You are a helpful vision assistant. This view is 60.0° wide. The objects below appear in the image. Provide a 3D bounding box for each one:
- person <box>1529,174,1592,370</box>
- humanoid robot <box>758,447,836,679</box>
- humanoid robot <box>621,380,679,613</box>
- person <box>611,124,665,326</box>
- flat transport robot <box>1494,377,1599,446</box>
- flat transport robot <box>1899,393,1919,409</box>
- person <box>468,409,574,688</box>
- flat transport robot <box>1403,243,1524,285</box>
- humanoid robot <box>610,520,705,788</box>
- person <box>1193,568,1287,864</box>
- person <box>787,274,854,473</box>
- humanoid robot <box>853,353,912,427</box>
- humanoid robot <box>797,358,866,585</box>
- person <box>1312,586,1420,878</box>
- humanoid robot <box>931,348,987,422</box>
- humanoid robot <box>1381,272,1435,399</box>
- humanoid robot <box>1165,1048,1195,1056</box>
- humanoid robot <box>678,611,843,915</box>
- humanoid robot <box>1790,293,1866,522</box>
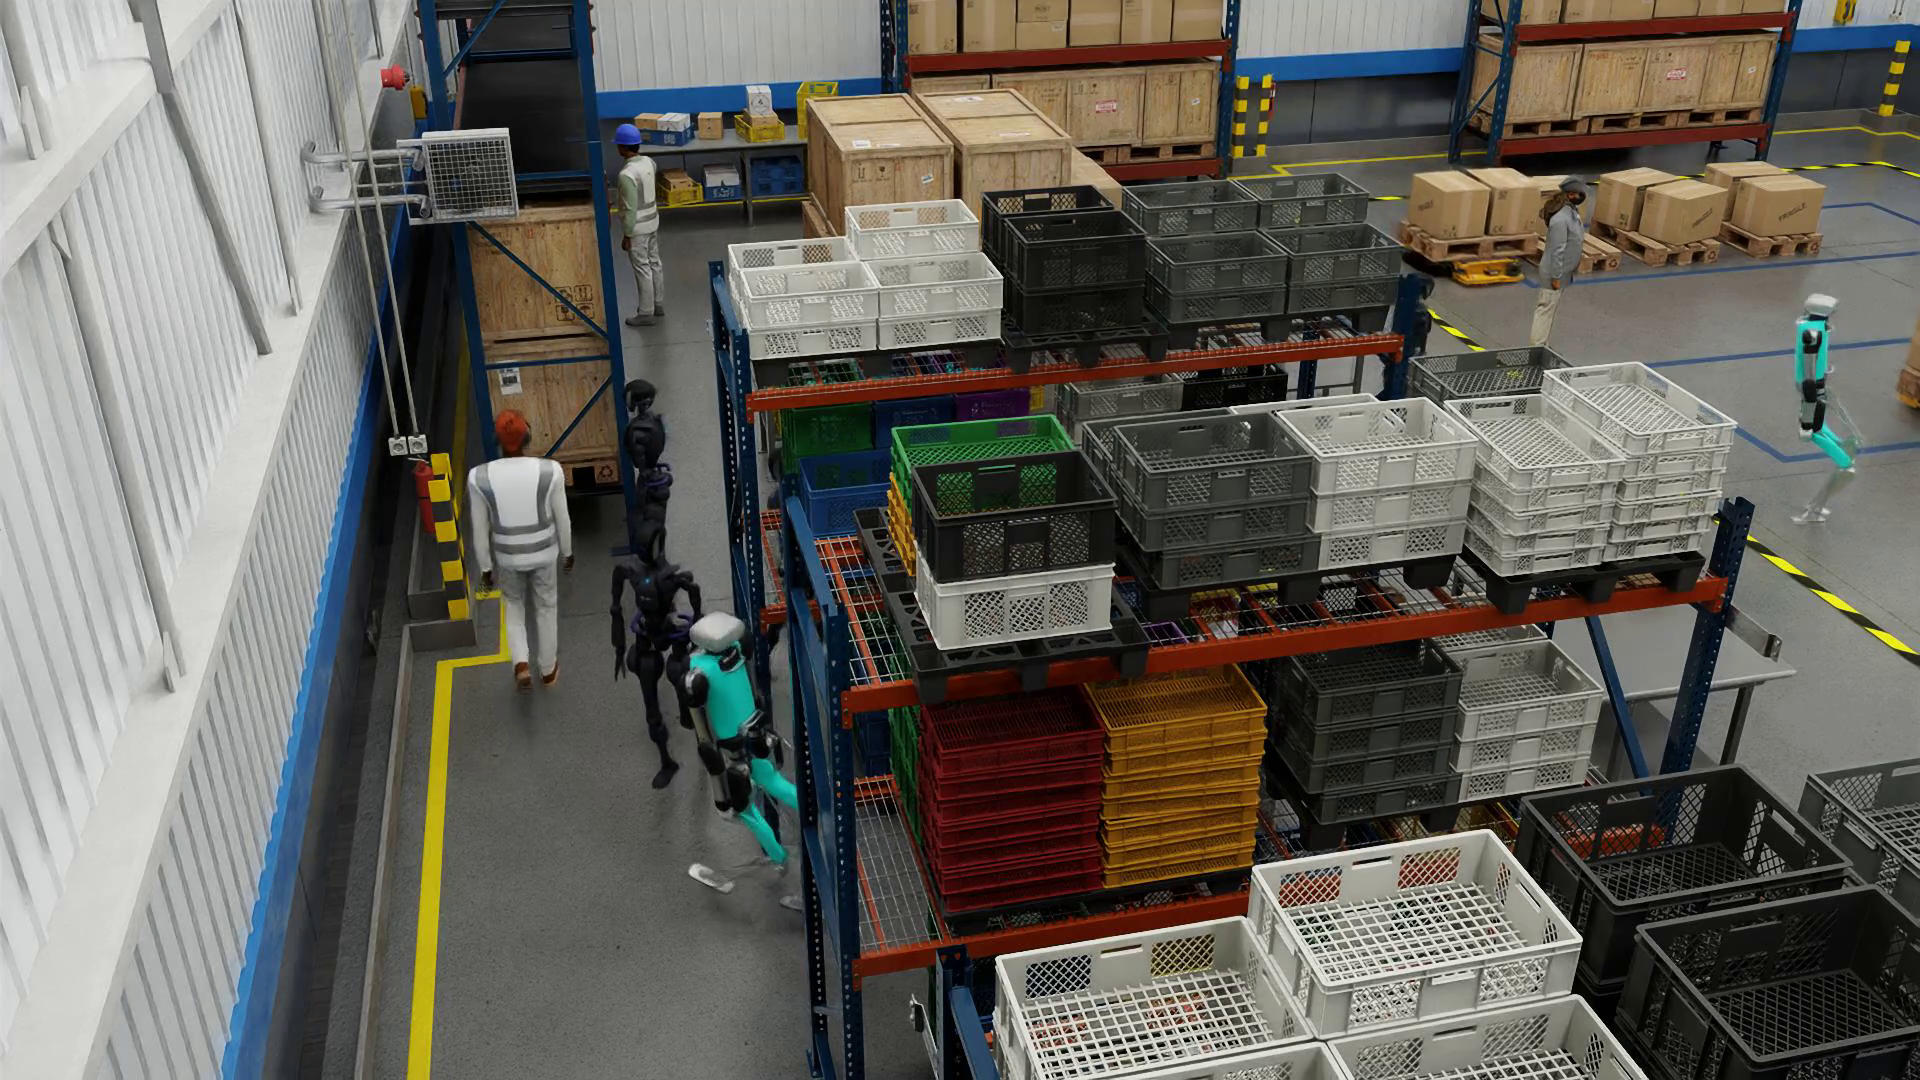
[{"bbox_3d":[5.398,-2.442,15.069,0.399,1.769,0.563,13,31,24],"label":"person"},{"bbox_3d":[-1.023,0.192,10.222,0.783,1.630,0.583,-7,29,-13],"label":"humanoid robot"},{"bbox_3d":[-2.079,-0.285,11.072,0.325,1.652,0.590,-2,28,-4],"label":"humanoid robot"},{"bbox_3d":[-3.086,-3.020,15.974,0.386,1.949,0.603,6,28,12],"label":"person"},{"bbox_3d":[4.780,-1.036,14.013,0.659,0.231,1.431,-6,28,-12],"label":"flat transport robot"},{"bbox_3d":[8.697,-1.031,13.973,0.652,0.197,1.431,-6,28,-12],"label":"flat transport robot"},{"bbox_3d":[-2.650,0.089,10.159,0.560,1.870,0.457,-4,28,-7],"label":"person"},{"bbox_3d":[5.389,-3.065,17.831,0.652,0.197,1.431,-6,28,-12],"label":"flat transport robot"},{"bbox_3d":[-1.669,0.586,9.429,0.584,1.637,0.553,5,28,10],"label":"humanoid robot"},{"bbox_3d":[1.481,0.928,8.608,0.586,1.833,0.403,3,28,6],"label":"person"},{"bbox_3d":[-0.942,-0.934,11.917,0.613,2.042,0.371,20,34,33],"label":"person"},{"bbox_3d":[-0.756,-0.684,11.799,0.581,1.790,0.877,20,34,33],"label":"humanoid robot"},{"bbox_3d":[-0.716,-0.394,11.185,0.676,1.759,0.541,25,37,39],"label":"humanoid robot"},{"bbox_3d":[2.079,1.063,8.356,0.623,1.838,0.431,-1,28,-3],"label":"person"},{"bbox_3d":[0.114,-0.571,11.459,0.530,1.698,0.740,-12,30,-21],"label":"humanoid robot"},{"bbox_3d":[3.551,-1.327,13.084,0.659,1.642,0.600,-5,28,-9],"label":"humanoid robot"},{"bbox_3d":[0.561,2.508,5.778,1.043,1.772,0.543,-10,30,-19],"label":"humanoid robot"},{"bbox_3d":[-0.940,1.183,8.207,0.982,1.721,0.543,12,30,22],"label":"humanoid robot"},{"bbox_3d":[6.410,-0.911,12.208,0.801,1.769,0.551,12,30,21],"label":"humanoid robot"}]
